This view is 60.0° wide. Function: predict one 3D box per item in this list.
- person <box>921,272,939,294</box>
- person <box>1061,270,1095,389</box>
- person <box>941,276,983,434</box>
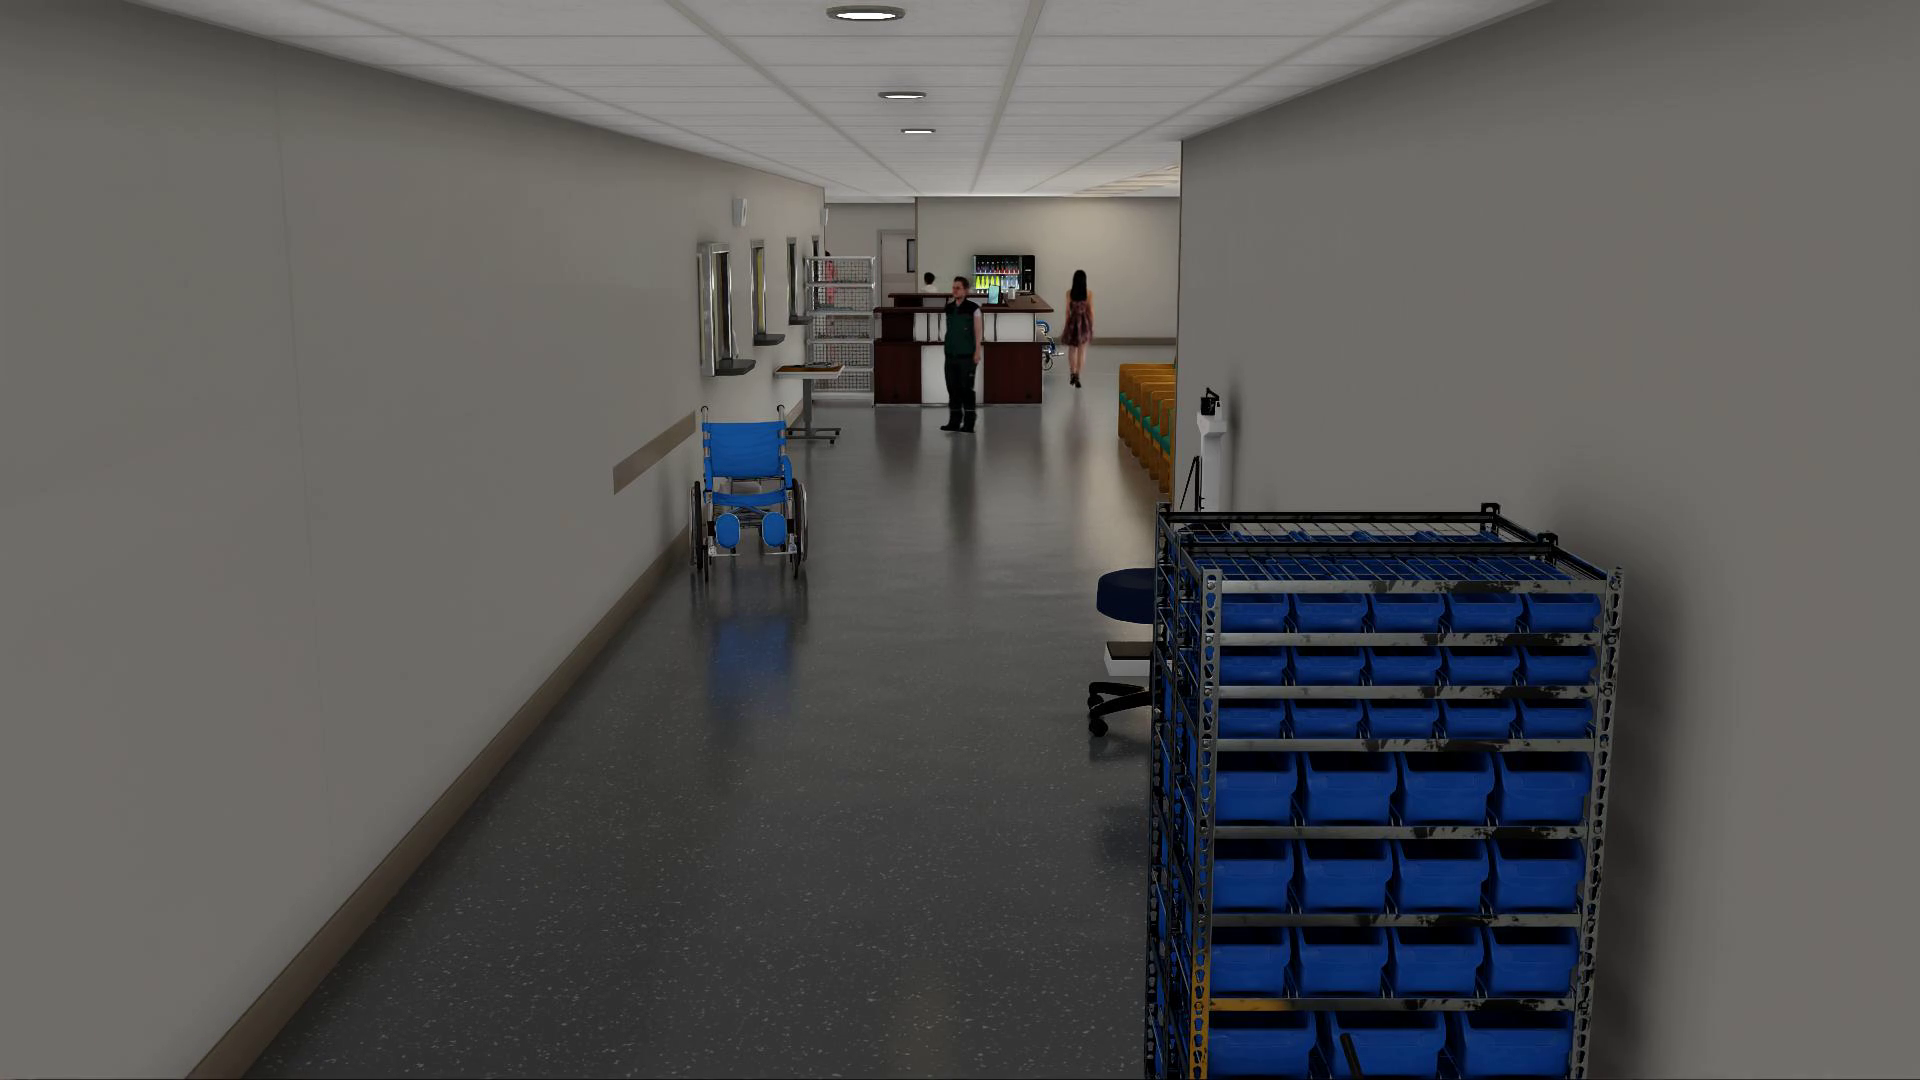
[{"bbox_3d":[-0.540,-4.263,31.424,0.971,1.526,1.007,-10,15,-42],"label":"person"},{"bbox_3d":[1.777,-3.131,24.870,0.803,1.746,0.702,0,11,2],"label":"person"},{"bbox_3d":[0.014,-2.193,19.665,0.696,1.842,0.794,7,13,34],"label":"person"}]
